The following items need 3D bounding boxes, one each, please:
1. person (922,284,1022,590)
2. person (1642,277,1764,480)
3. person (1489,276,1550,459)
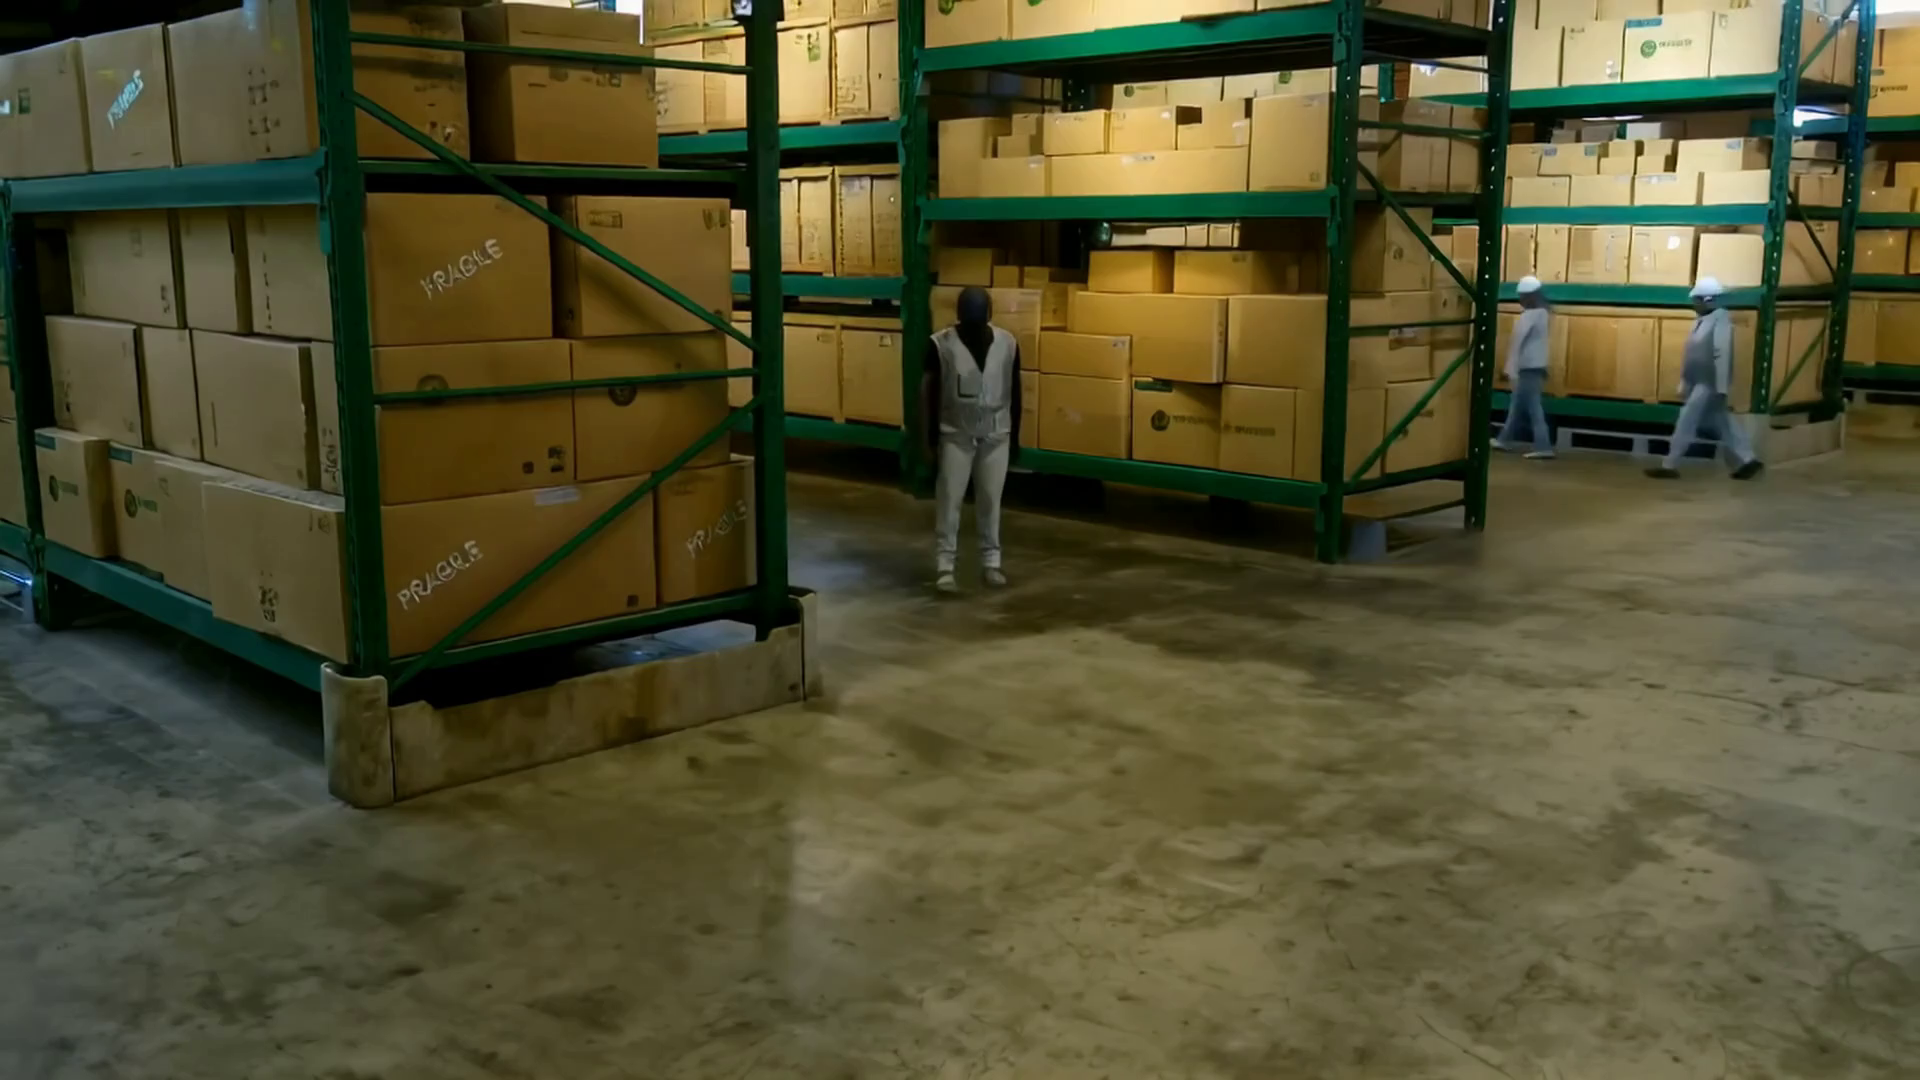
[{"bbox_3d":[0.087,-0.616,10.057,0.625,1.840,0.430,-3,11,-15],"label":"person"},{"bbox_3d":[6.573,-1.393,14.496,0.988,1.780,0.594,3,11,15],"label":"person"},{"bbox_3d":[5.364,-1.662,16.027,0.855,1.725,0.552,9,14,42],"label":"person"}]
